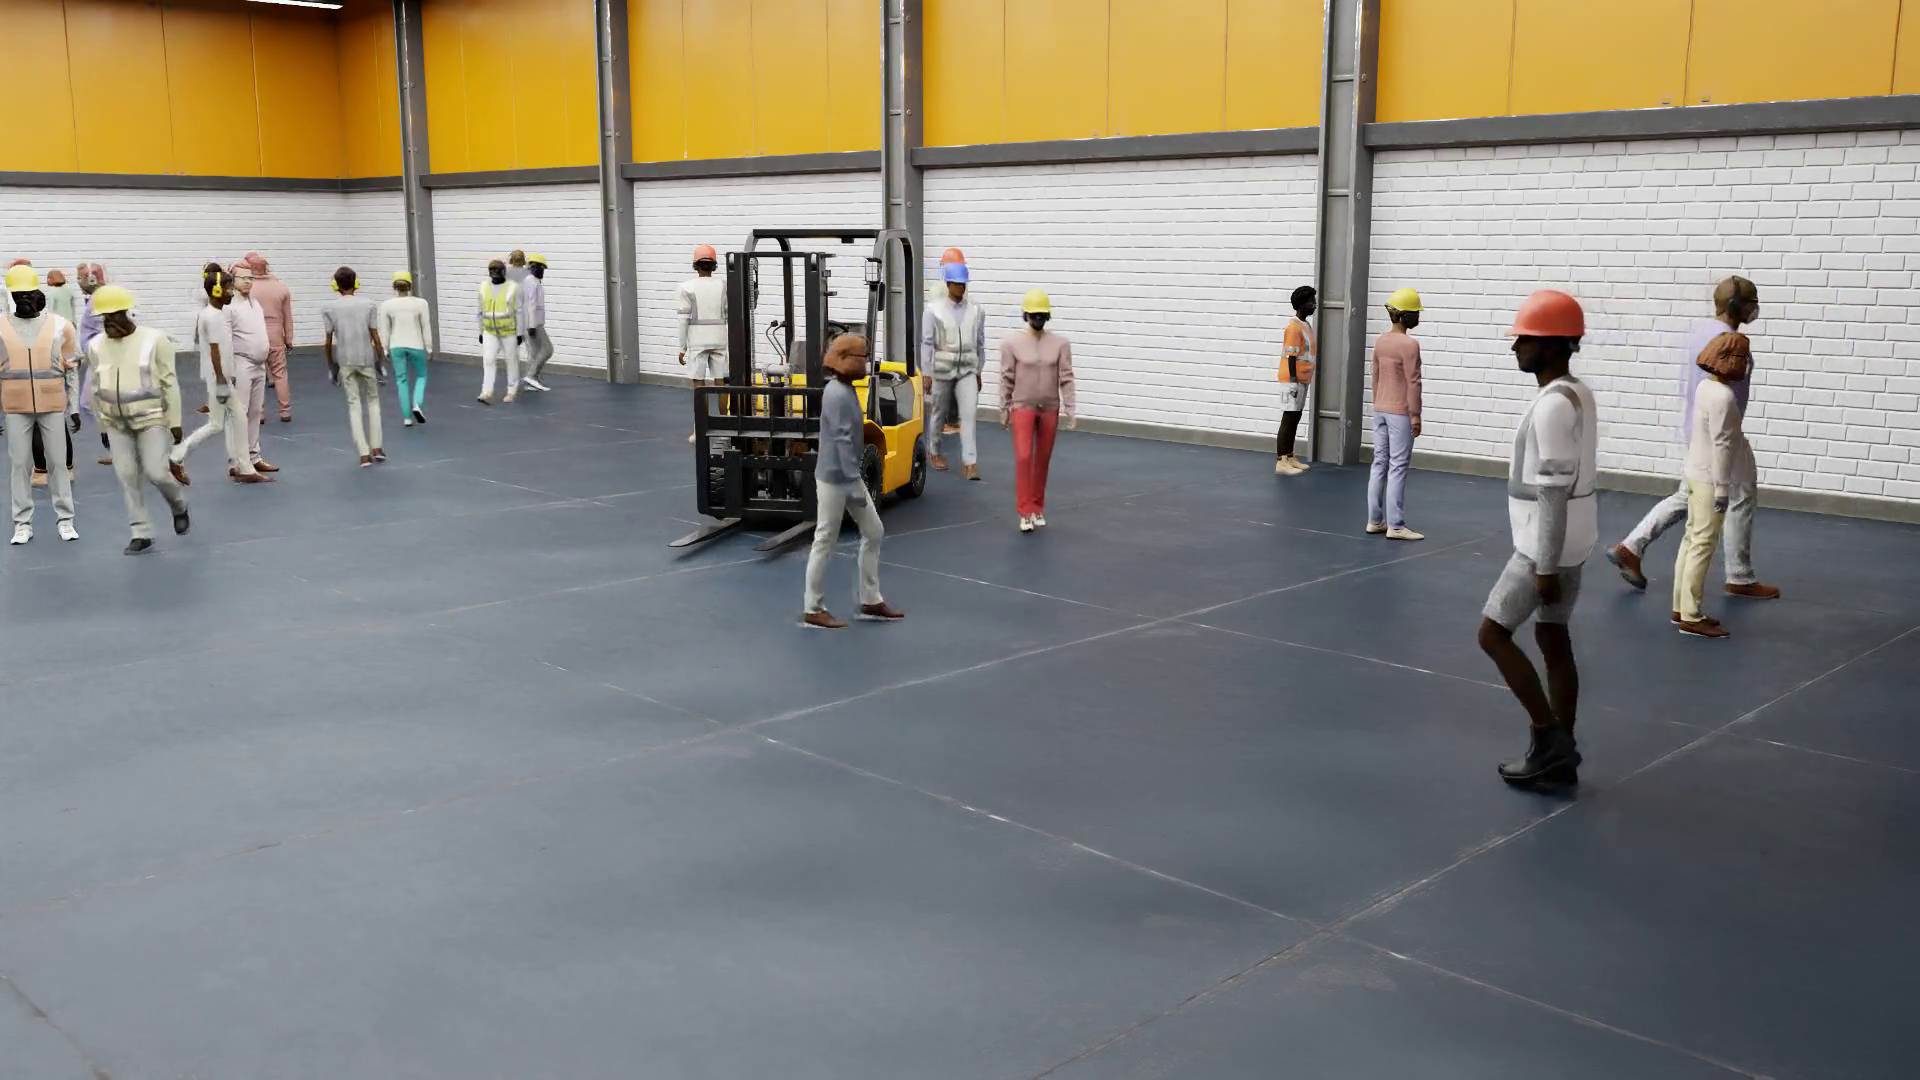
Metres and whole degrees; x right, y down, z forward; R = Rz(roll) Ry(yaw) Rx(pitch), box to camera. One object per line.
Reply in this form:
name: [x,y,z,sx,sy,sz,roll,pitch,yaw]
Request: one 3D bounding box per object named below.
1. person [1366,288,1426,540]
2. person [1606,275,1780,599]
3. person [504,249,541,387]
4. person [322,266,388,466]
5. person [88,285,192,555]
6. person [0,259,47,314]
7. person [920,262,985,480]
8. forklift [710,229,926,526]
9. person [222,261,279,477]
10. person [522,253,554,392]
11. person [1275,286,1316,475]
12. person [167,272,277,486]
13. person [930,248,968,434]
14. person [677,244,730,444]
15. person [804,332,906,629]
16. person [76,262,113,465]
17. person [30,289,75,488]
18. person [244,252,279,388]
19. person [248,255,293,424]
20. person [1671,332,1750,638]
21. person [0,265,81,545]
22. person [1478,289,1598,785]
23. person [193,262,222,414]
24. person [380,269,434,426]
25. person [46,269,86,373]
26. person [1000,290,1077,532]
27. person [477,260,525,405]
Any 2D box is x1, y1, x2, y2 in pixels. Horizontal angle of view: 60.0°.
person: [3.091,-0.884,11.717,0.310,1.768,0.533,-3,11,-17]
person: [4.362,-0.598,9.784,0.914,1.912,0.630,1,10,6]
person: [-6.179,-3.110,23.379,0.635,1.937,0.353,-3,11,-18]
person: [-5.623,-1.620,15.516,0.542,1.839,0.701,-3,11,-16]
person: [-5.537,-0.816,11.231,0.605,1.807,0.550,0,10,1]
person: [-11.504,-2.525,20.433,0.566,1.856,0.891,-1,10,-8]
person: [-0.067,-1.512,14.787,0.615,1.900,1.025,-3,11,-17]
forklift: [-1.050,-1.319,12.920,1.214,2.155,2.313,2,11,13]
person: [-6.346,-1.517,14.794,0.403,1.902,0.651,1,10,5]
person: [-5.764,-2.959,22.690,0.432,1.887,0.630,-3,11,-14]
person: [3.014,-1.427,14.892,0.322,1.691,0.532,4,11,23]
person: [-6.381,-1.361,14.179,0.830,1.841,0.525,-3,11,-15]
person: [-0.087,-2.149,17.990,0.375,1.995,0.611,7,12,33]
person: [-2.590,-1.997,17.024,0.615,2.043,0.373,-4,11,-21]
person: [-0.559,-0.304,8.989,0.662,1.612,0.520,2,11,9]
person: [-7.952,-1.627,15.445,0.426,1.887,0.637,-2,11,-12]
person: [-7.815,-1.292,14.131,0.319,1.697,0.532,5,12,27]
person: [-9.808,-3.057,23.222,0.696,1.911,0.410,-10,14,-43]
person: [-7.921,-2.272,18.903,0.651,1.906,0.403,-8,13,-37]
person: [4.026,-0.299,8.904,0.269,1.627,0.500,2,11,12]
person: [-6.431,-0.937,11.562,0.586,1.928,0.364,-6,12,-28]
person: [2.252,0.009,6.397,0.428,1.924,0.543,7,12,32]
person: [-8.765,-2.366,19.656,0.967,1.827,0.538,5,12,26]
person: [-6.182,-2.147,18.612,0.552,1.751,0.367,-2,11,-12]
person: [-13.577,-3.287,25.208,0.422,1.618,0.518,4,11,19]
person: [0.582,-0.918,11.990,0.527,1.740,0.770,-2,11,-12]
person: [-5.835,-2.607,20.971,0.654,1.811,0.848,1,10,5]
